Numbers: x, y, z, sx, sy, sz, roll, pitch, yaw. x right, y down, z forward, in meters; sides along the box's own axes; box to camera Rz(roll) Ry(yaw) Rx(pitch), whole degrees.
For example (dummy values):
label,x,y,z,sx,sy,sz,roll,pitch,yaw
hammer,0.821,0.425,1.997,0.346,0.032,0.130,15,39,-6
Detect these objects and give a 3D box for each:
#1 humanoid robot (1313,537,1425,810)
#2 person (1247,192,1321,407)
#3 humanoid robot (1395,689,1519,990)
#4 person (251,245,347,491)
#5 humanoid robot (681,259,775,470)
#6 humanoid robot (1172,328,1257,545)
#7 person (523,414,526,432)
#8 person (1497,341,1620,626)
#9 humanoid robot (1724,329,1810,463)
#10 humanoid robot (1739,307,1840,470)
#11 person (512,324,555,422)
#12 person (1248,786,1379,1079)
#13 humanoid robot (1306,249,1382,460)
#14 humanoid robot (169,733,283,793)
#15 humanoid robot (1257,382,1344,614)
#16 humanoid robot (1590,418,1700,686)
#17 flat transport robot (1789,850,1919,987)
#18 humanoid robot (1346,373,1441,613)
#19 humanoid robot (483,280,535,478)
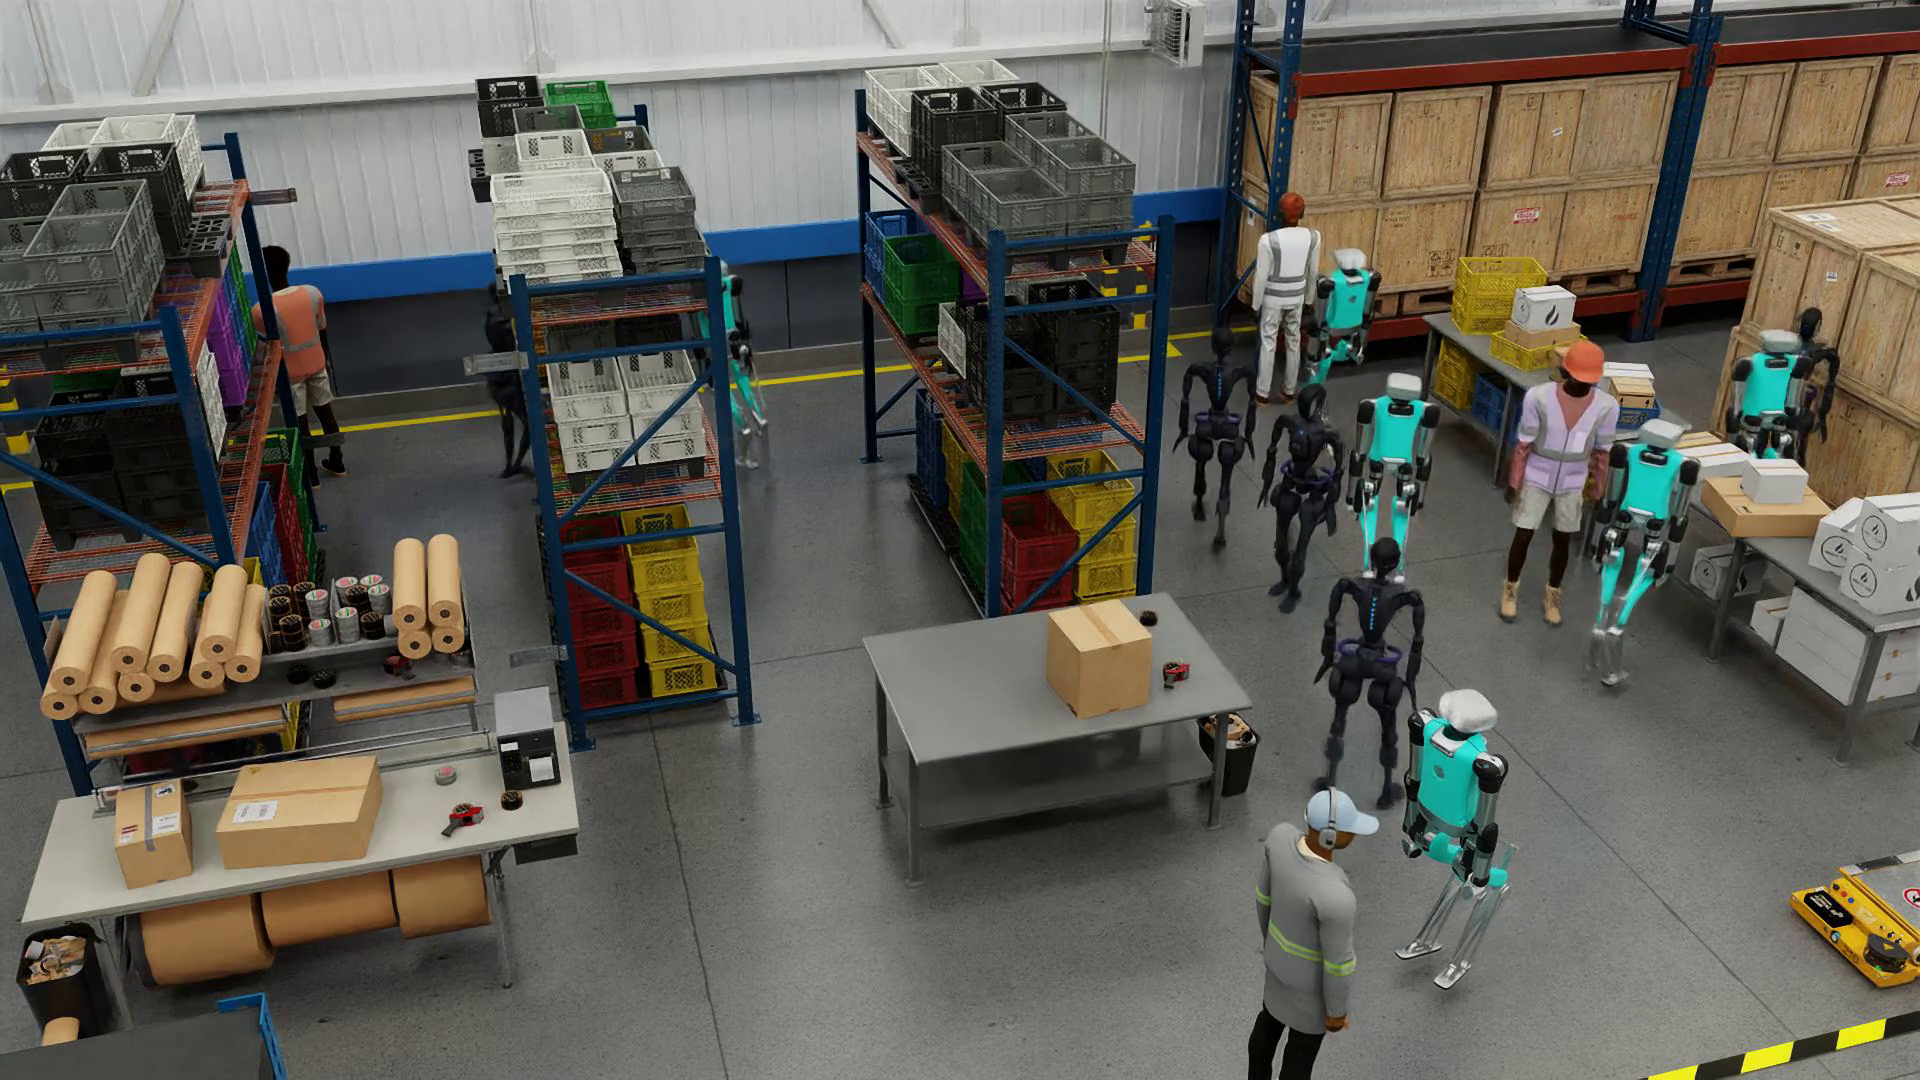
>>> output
label,x,y,z,sx,sy,sz,roll,pitch,yaw
humanoid robot,2.306,0.751,9.339,0.627,1.638,0.367,10,30,18
person,2.756,-2.043,14.208,0.589,1.878,0.366,-8,30,-15
humanoid robot,2.466,1.387,7.975,0.735,1.676,0.533,-17,33,-28
person,-5.107,-1.327,12.815,0.368,1.965,0.605,16,33,27
humanoid robot,-1.743,-1.246,13.021,0.578,1.879,0.689,-24,37,-37
humanoid robot,1.861,-0.774,12.161,0.603,1.632,0.743,4,29,8
person,-3.530,-1.756,13.748,0.405,1.824,0.584,4,29,7
person,3.957,-0.377,11.029,0.640,2.038,0.403,7,30,13
humanoid robot,5.643,-0.503,11.588,0.555,1.793,0.853,-1,29,-2
humanoid robot,6.215,-0.986,12.490,0.616,1.644,0.374,12,31,21
person,-3.031,-1.179,12.683,0.667,1.830,0.448,9,30,15
person,1.505,1.832,7.185,0.389,1.849,0.596,-11,31,-19
humanoid robot,2.989,-1.589,13.539,0.564,1.753,0.924,-8,30,-14
humanoid robot,-3.759,1.208,8.531,0.710,1.633,0.593,17,33,28
humanoid robot,2.294,-0.301,11.241,0.616,1.650,0.344,21,35,34
humanoid robot,4.120,0.181,10.322,0.543,1.795,0.741,18,34,30
flat transport robot,5.163,1.916,8.676,1.431,0.231,0.659,-8,30,-14
humanoid robot,2.827,-0.164,10.961,0.537,1.822,0.677,3,29,5
humanoid robot,-3.530,-1.241,12.966,0.310,1.650,0.608,-16,32,-26
